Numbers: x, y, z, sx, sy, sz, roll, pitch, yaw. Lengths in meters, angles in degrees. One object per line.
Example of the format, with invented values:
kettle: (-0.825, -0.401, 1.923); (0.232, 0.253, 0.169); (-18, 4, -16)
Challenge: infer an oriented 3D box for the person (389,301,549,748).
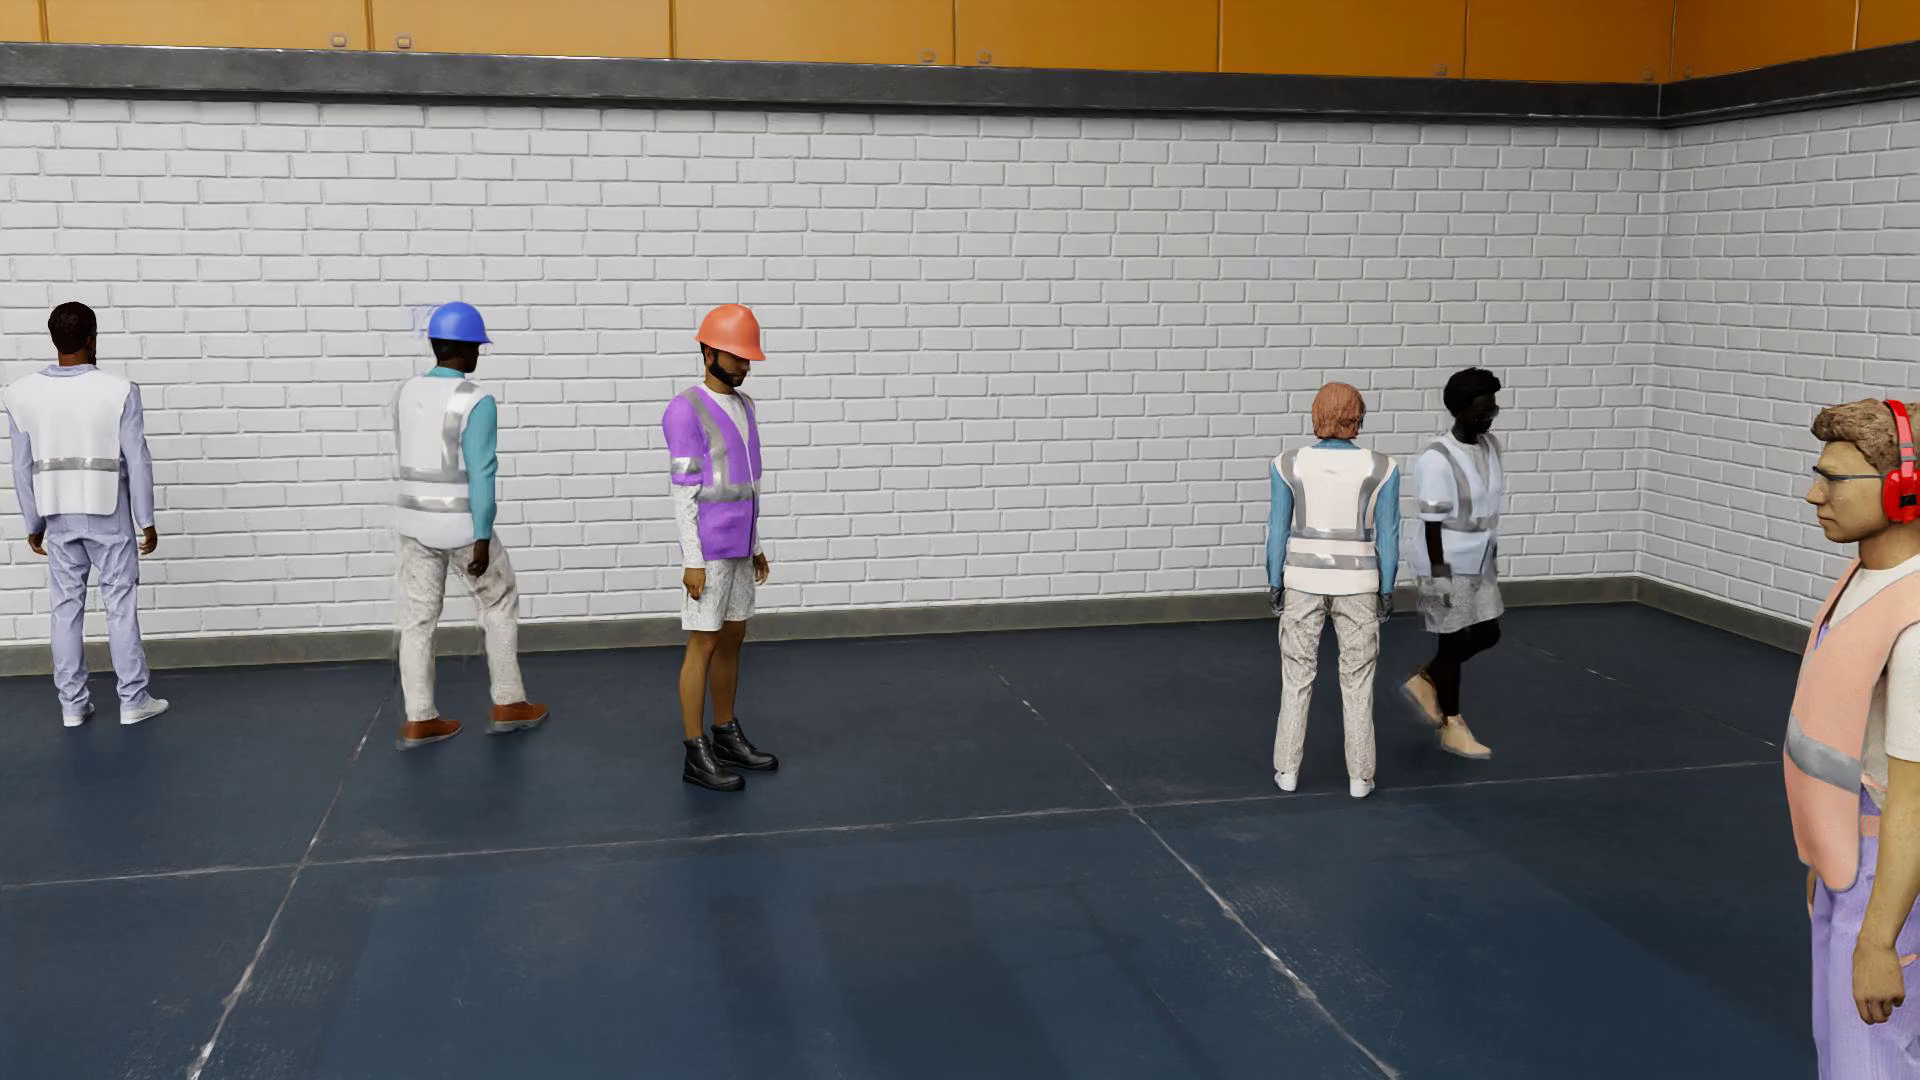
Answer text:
person: (-2.179, -0.077, 7.317); (0.629, 1.919, 0.771); (5, 10, 26)

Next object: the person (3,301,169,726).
person: (-3.937, -0.107, 7.500); (0.590, 1.919, 0.392); (-1, 9, -6)

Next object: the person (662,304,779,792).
person: (-0.934, 0.025, 6.670); (0.374, 1.927, 0.542); (4, 10, 23)

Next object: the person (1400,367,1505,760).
person: (2.063, 0.099, 7.019); (0.555, 1.673, 0.477); (-7, 12, -38)

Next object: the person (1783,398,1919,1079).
person: (1.739, 0.654, 3.136); (0.390, 1.835, 0.560); (4, 10, 21)

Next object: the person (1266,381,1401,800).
person: (1.451, 0.200, 6.518); (0.514, 1.631, 0.318); (3, 10, 18)
